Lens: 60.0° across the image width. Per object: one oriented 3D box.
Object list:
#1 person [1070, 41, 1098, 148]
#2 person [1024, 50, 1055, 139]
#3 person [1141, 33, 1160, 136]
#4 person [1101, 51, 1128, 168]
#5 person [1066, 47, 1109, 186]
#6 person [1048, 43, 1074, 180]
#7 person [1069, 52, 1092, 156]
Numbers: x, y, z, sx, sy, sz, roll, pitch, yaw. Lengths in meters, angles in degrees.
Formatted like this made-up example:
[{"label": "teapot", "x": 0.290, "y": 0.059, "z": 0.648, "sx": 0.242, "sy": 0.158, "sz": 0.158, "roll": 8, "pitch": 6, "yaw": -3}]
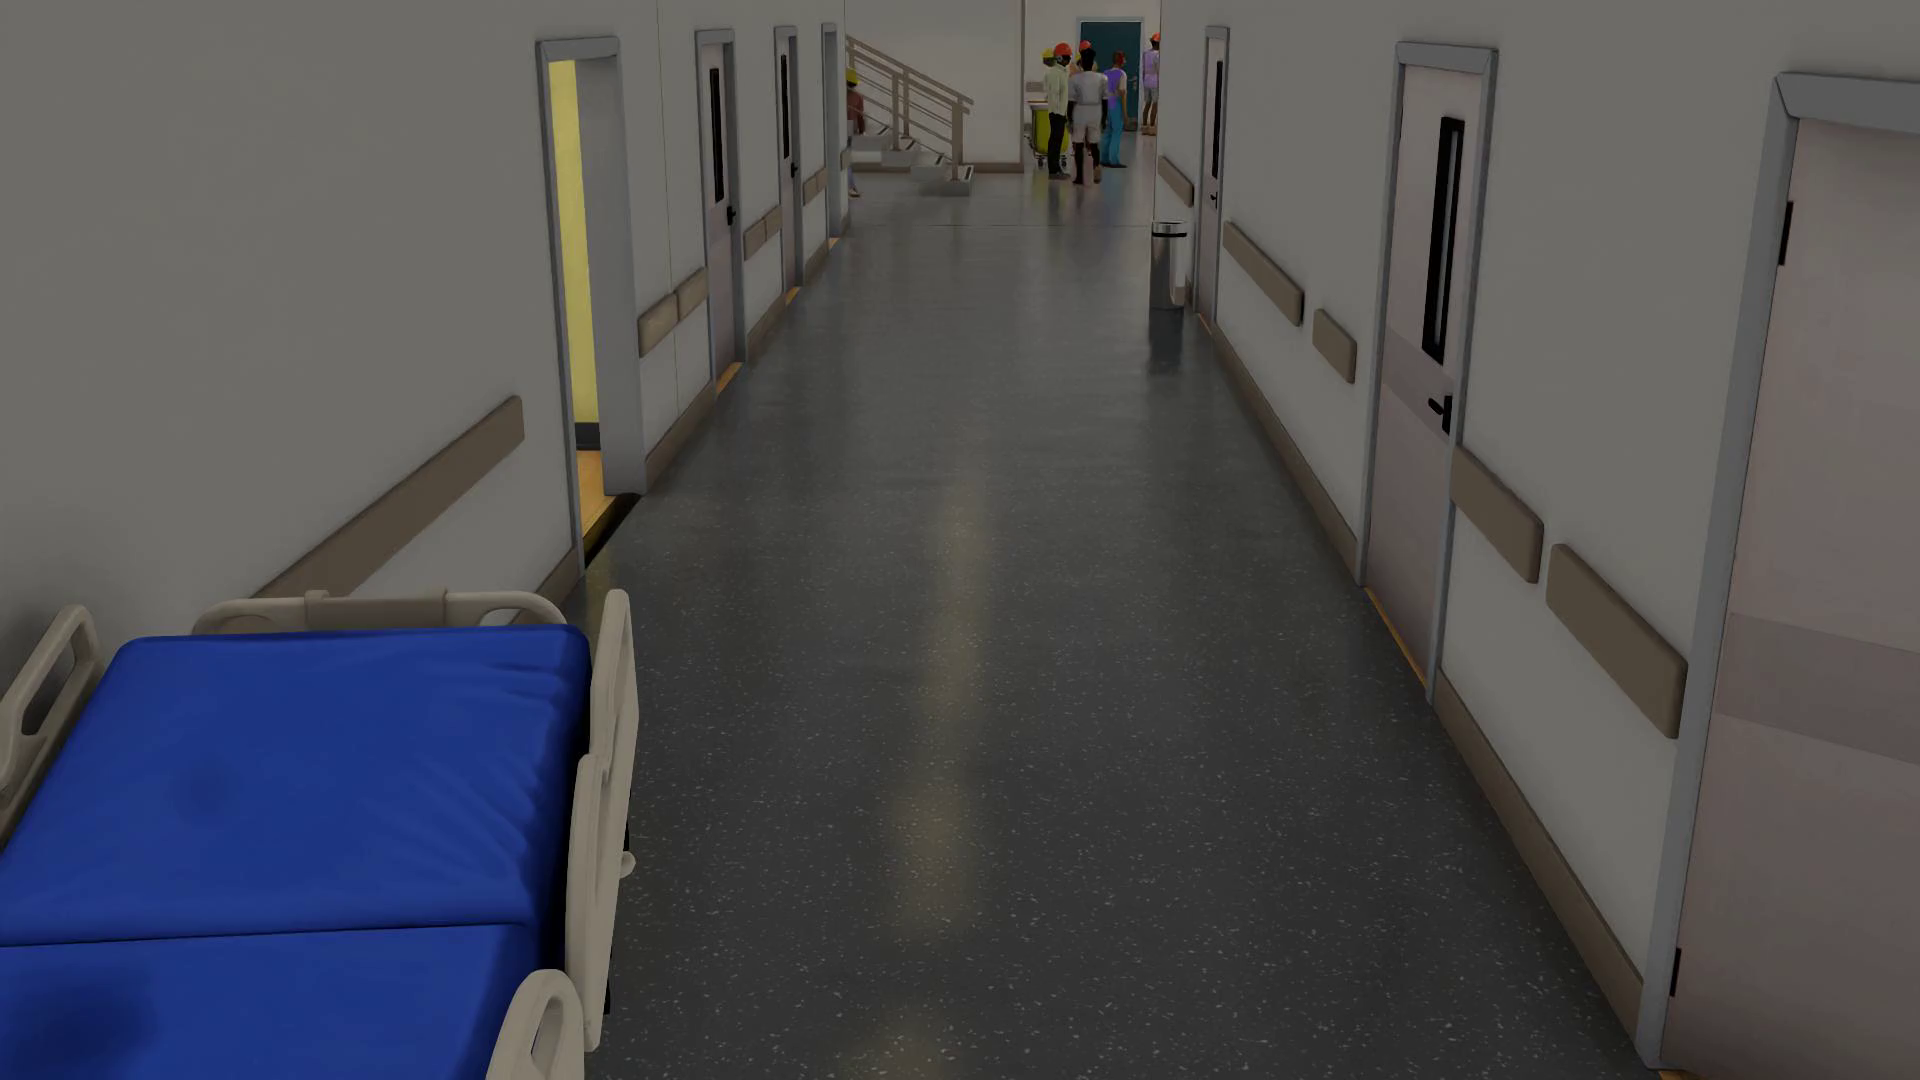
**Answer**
[{"label": "person", "x": 2.288, "y": -8.219, "z": 30.716, "sx": 0.540, "sy": 1.930, "sz": 0.387, "roll": -5, "pitch": 18, "yaw": -16}, {"label": "person", "x": 1.676, "y": -8.642, "z": 32.371, "sx": 0.862, "sy": 1.727, "sz": 0.535, "roll": 7, "pitch": 19, "yaw": 21}, {"label": "person", "x": 3.946, "y": -9.237, "z": 33.750, "sx": 0.407, "sy": 2.031, "sz": 0.612, "roll": -12, "pitch": 21, "yaw": -32}, {"label": "person", "x": 2.486, "y": -6.938, "z": 26.832, "sx": 0.376, "sy": 1.836, "sz": 0.564, "roll": -9, "pitch": 20, "yaw": -27}, {"label": "person", "x": 1.829, "y": -6.055, "z": 23.857, "sx": 0.631, "sy": 1.950, "sz": 0.541, "roll": -4, "pitch": 18, "yaw": -13}, {"label": "person", "x": 1.503, "y": -6.416, "z": 24.930, "sx": 0.389, "sy": 1.996, "sz": 0.612, "roll": 5, "pitch": 18, "yaw": 15}, {"label": "person", "x": 2.130, "y": -7.593, "z": 29.005, "sx": 0.523, "sy": 1.768, "sz": 0.325, "roll": -5, "pitch": 18, "yaw": -16}]
